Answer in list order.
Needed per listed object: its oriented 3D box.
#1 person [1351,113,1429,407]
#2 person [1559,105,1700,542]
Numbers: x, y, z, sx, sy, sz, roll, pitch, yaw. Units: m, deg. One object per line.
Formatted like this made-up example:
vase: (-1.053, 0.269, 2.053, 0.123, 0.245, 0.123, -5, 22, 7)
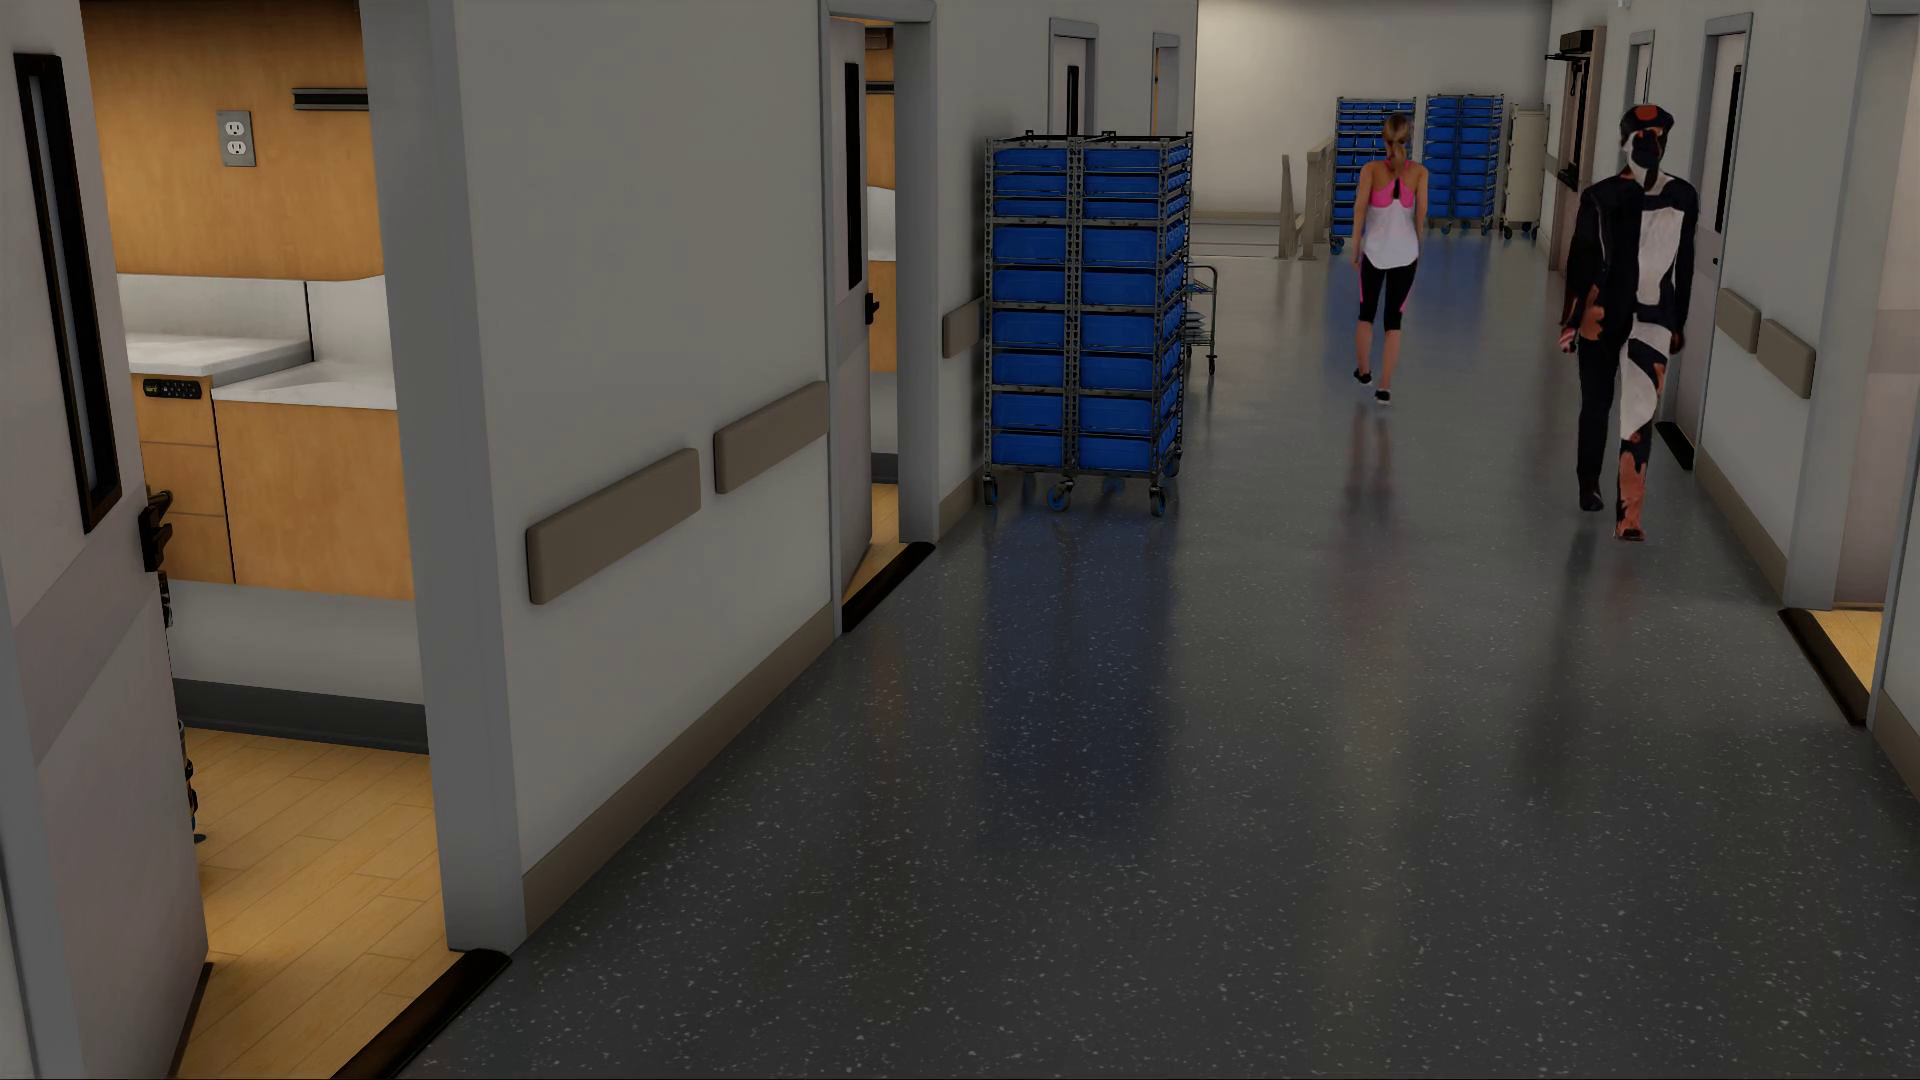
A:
person: (2.650, -1.697, 10.258, 0.714, 1.750, 1.053, 1, 16, 5)
person: (2.948, -0.948, 7.426, 0.704, 1.846, 1.202, 4, 16, 13)
